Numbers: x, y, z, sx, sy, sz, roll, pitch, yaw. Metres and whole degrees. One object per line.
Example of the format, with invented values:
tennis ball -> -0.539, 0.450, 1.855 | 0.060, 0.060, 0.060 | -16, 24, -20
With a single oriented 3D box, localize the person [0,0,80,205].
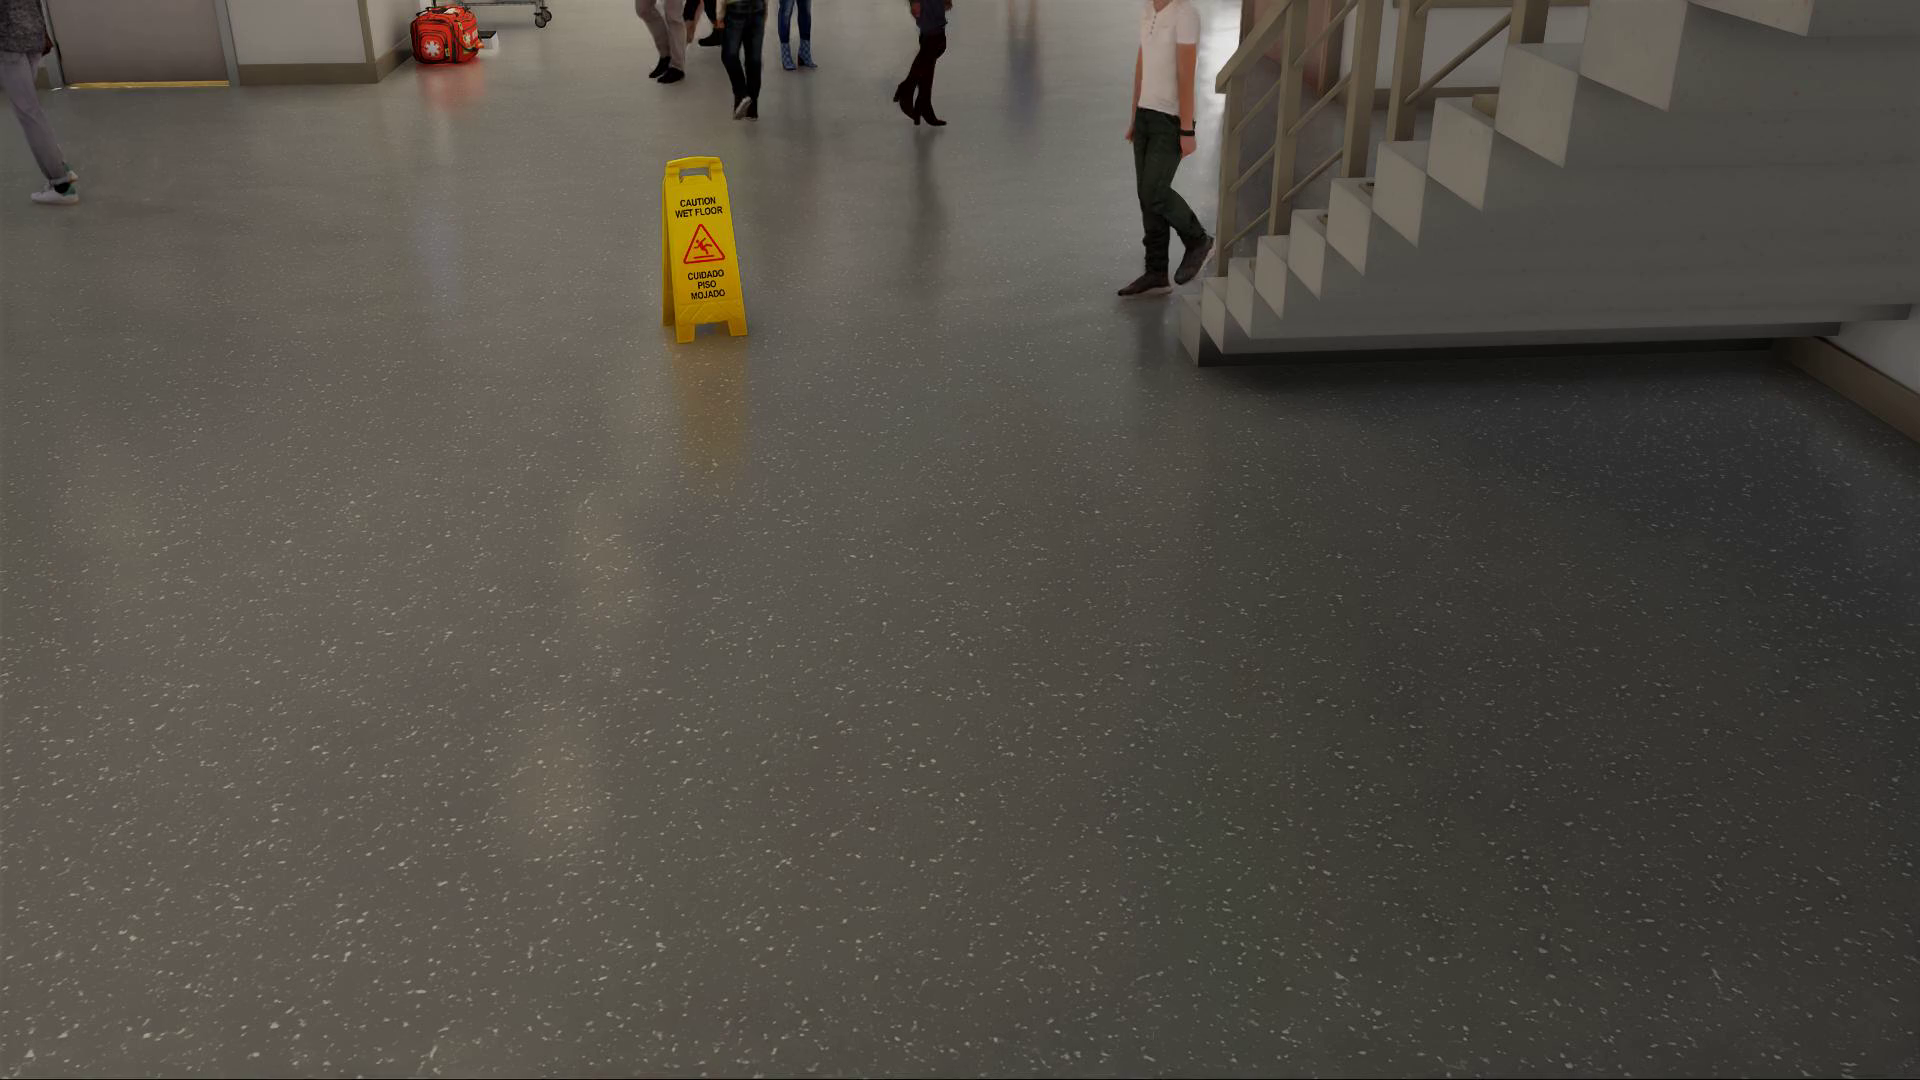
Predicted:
person -> -5.184, -2.770, 9.248 | 0.836, 1.821, 0.660 | 5, 26, 11

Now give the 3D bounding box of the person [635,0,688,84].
person -> -2.196, -4.431, 12.683 | 0.767, 1.829, 0.803 | 11, 28, 21

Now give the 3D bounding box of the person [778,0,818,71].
person -> -1.323, -4.590, 13.250 | 0.697, 1.623, 0.729 | -20, 32, -36

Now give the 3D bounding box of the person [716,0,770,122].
person -> -1.446, -3.581, 11.350 | 0.689, 1.455, 0.763 | -14, 29, -26

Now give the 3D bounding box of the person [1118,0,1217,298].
person -> 1.017, -1.944, 7.737 | 0.810, 1.646, 0.789 | -12, 28, -24

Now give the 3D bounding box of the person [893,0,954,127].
person -> -0.297, -3.651, 11.216 | 0.795, 1.699, 0.720 | 10, 27, 19
